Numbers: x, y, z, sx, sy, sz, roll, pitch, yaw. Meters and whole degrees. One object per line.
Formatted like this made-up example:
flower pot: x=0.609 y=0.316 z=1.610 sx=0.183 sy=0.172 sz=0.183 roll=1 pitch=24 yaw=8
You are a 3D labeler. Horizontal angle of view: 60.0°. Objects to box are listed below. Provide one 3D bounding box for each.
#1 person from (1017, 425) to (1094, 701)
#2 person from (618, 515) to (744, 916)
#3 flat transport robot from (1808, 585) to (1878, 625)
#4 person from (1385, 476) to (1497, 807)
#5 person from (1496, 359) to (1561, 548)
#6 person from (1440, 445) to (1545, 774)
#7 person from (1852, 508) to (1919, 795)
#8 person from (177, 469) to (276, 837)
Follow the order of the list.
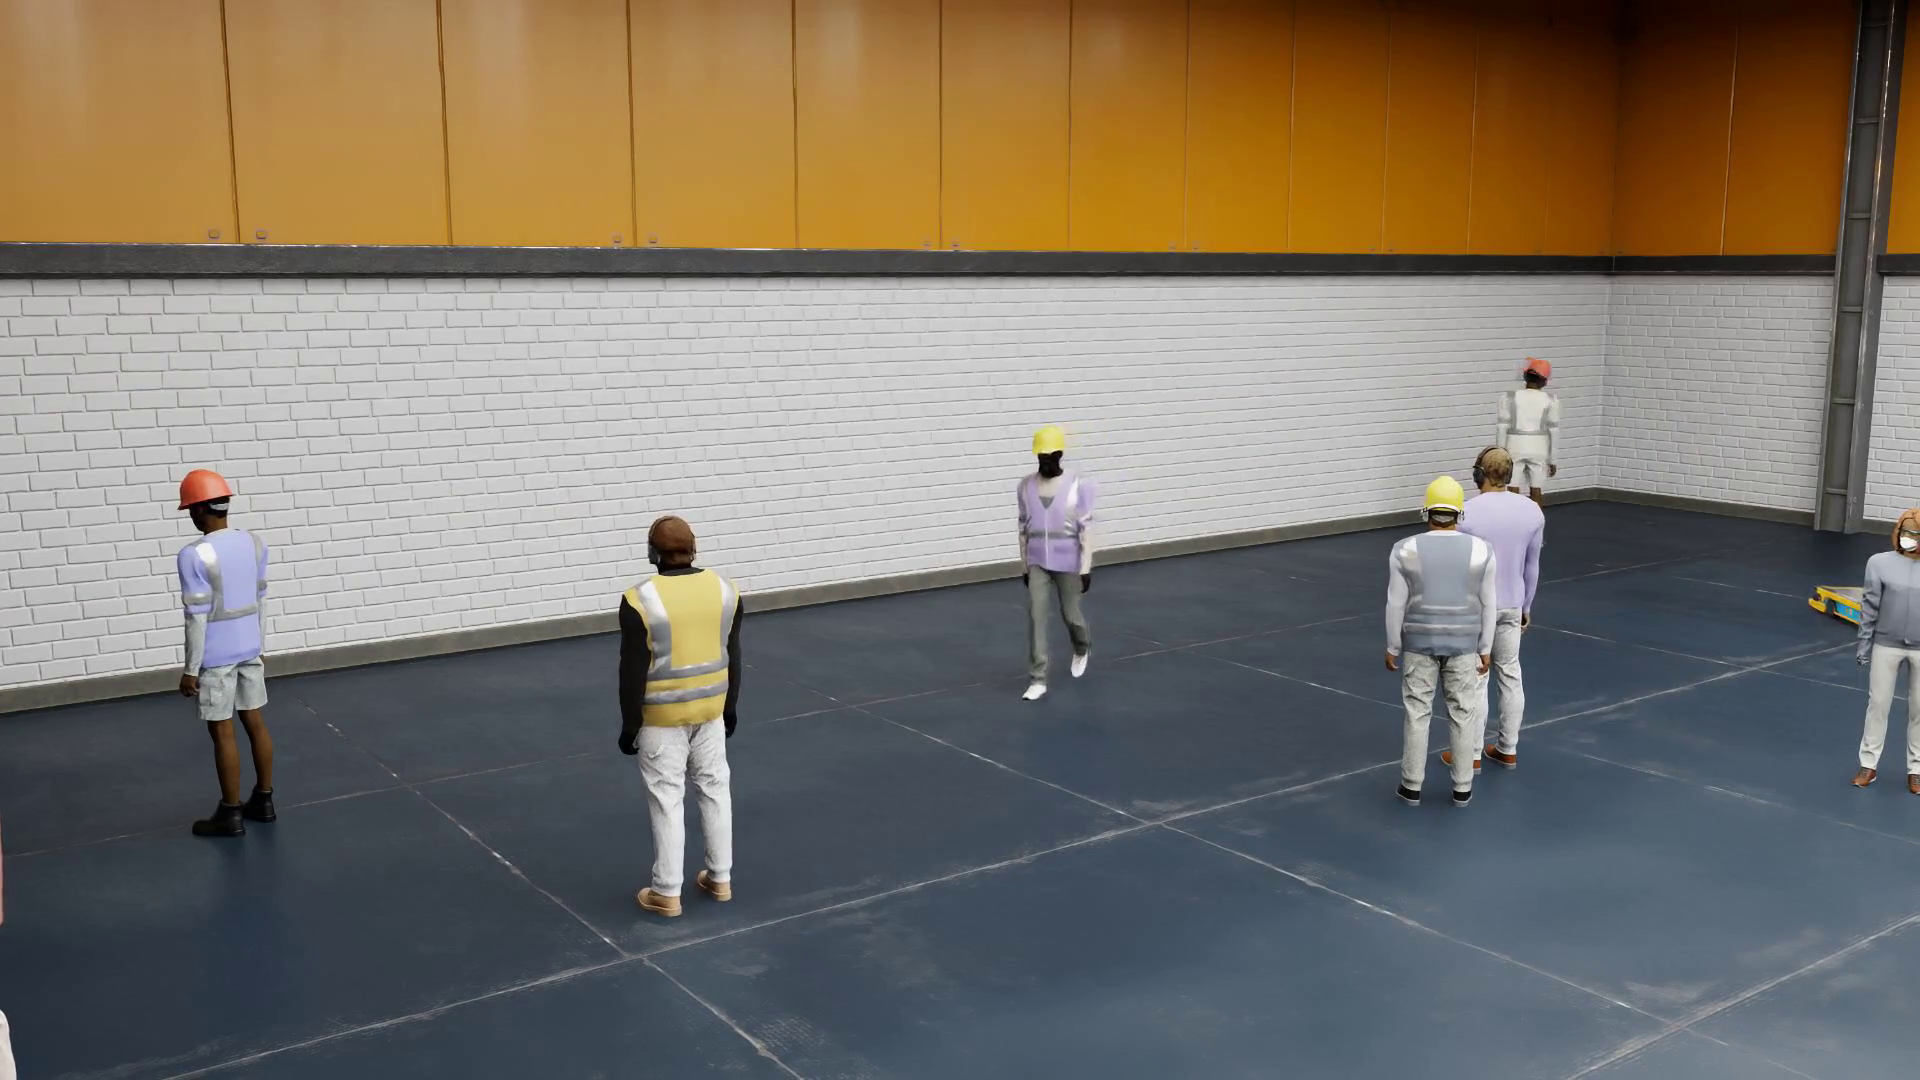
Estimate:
person: x=0.684 y=0.126 z=11.651 sx=0.591 sy=1.902 sz=0.831 roll=4 pitch=10 yaw=23
person: x=-1.299 y=0.800 z=7.671 sx=0.632 sy=1.840 sz=0.429 roll=-8 pitch=12 yaw=-39
flat transport robot: x=7.681 y=0.592 z=13.777 sx=0.652 sy=0.197 sz=1.431 roll=1 pitch=9 yaw=4
person: x=2.634 y=0.562 z=9.154 sx=0.588 sy=1.835 sz=0.403 roll=1 pitch=9 yaw=9
person: x=6.005 y=-0.890 z=17.612 sx=0.645 sy=2.019 sz=0.398 roll=3 pitch=10 yaw=15
person: x=3.098 y=0.410 z=9.769 sx=0.627 sy=1.940 sz=0.373 roll=-3 pitch=10 yaw=-18
person: x=5.351 y=0.623 z=9.396 sx=0.503 sy=1.631 sz=0.282 roll=6 pitch=11 yaw=33
person: x=-3.860 y=0.590 z=8.696 sx=0.370 sy=1.928 sz=0.543 roll=3 pitch=10 yaw=20
